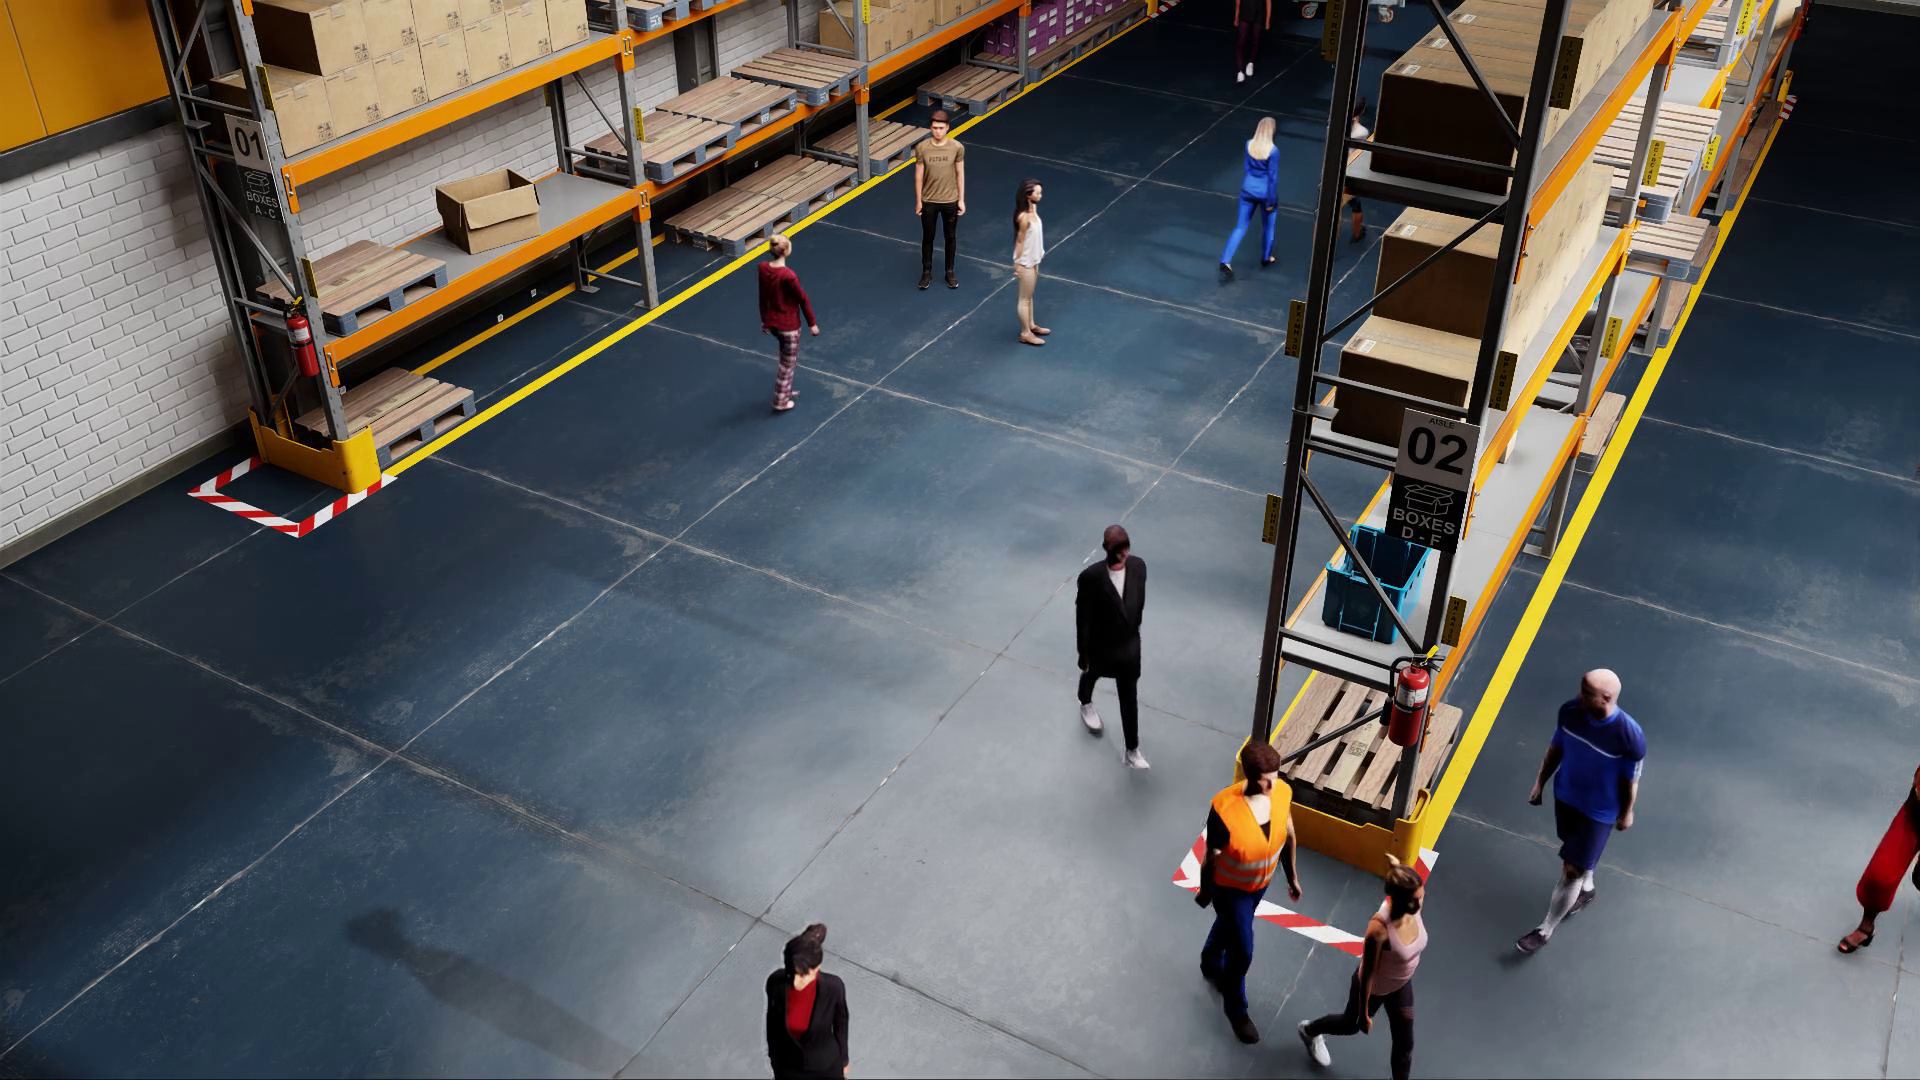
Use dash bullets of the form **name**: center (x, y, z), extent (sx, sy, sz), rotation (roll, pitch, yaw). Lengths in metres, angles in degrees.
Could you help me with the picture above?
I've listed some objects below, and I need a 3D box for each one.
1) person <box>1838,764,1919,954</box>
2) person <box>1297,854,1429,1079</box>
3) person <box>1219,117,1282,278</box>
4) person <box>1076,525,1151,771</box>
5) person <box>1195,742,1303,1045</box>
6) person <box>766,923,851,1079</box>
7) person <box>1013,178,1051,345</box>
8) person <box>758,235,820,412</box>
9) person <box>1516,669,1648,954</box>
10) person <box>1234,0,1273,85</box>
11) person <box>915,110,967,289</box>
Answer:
- **person**: center (5.520, 1.610, 9.347), extent (1.171, 1.764, 0.972), rotation (-17, 37, -23)
- **person**: center (2.097, 2.234, 8.539), extent (1.094, 1.618, 0.932), rotation (-21, 39, -29)
- **person**: center (3.002, -3.492, 17.113), extent (0.824, 1.664, 1.183), rotation (27, 42, 35)
- **person**: center (0.939, 0.612, 10.890), extent (1.159, 1.718, 1.192), rotation (-10, 35, -15)
- **person**: center (1.475, 1.765, 9.023), extent (0.938, 1.864, 0.948), rotation (-20, 39, -28)
- **person**: center (-0.737, 2.527, 8.080), extent (0.654, 1.639, 0.707), rotation (5, 34, 7)
- **person**: center (0.632, -2.681, 15.903), extent (0.673, 1.652, 0.606), rotation (-6, 34, -9)
- **person**: center (-1.603, -1.884, 14.674), extent (0.691, 1.686, 0.721), rotation (28, 42, 35)
- **person**: center (3.645, 1.473, 9.528), extent (1.173, 1.792, 0.968), rotation (-23, 40, -31)
- **person**: center (3.953, -7.093, 22.465), extent (0.901, 1.737, 1.171), rotation (5, 34, 7)
- **person**: center (-0.199, -3.464, 16.903), extent (0.753, 1.851, 0.759), rotation (-2, 34, -2)
